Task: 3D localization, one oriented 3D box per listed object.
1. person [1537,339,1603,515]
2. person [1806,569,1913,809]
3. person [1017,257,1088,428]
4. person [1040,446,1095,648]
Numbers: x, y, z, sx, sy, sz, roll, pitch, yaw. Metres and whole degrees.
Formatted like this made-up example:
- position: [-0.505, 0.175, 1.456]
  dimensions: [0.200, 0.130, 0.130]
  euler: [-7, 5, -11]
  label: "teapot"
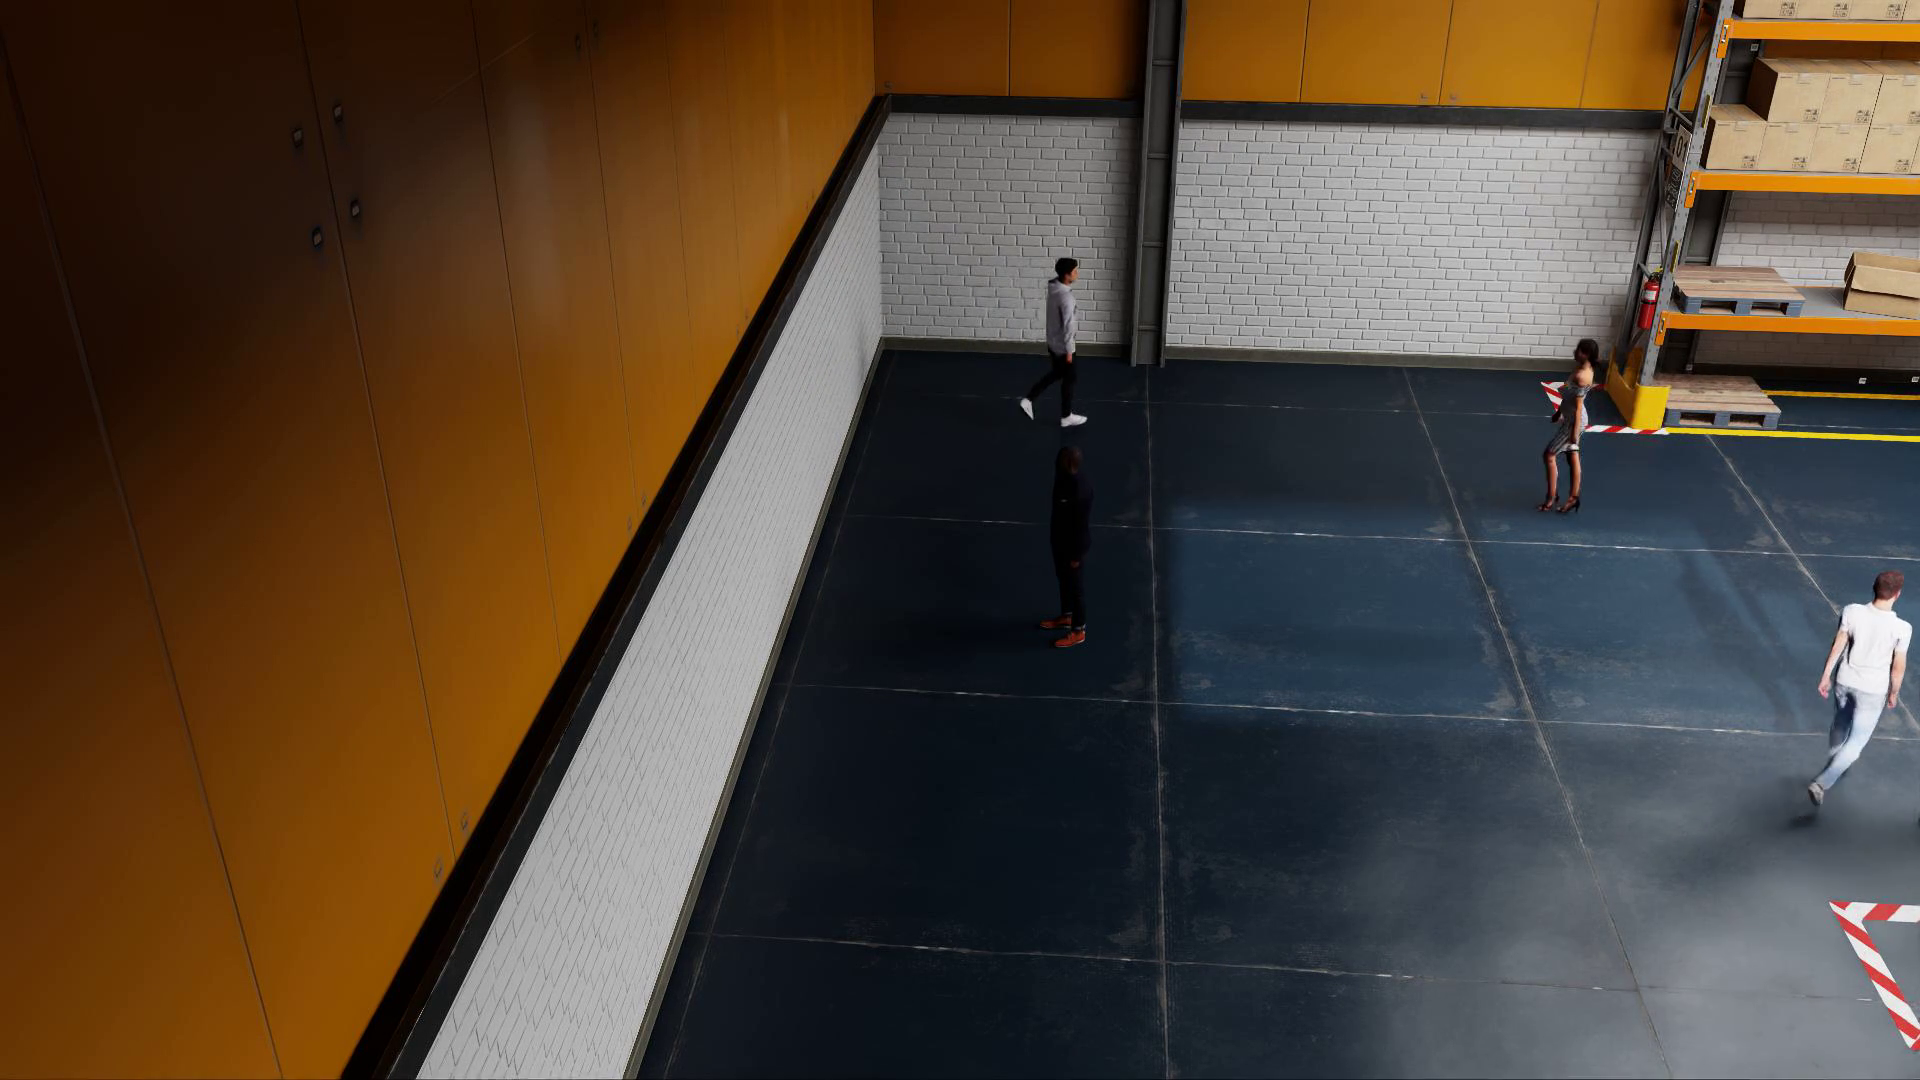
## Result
- position: [5.949, -1.059, 15.895]
  dimensions: [0.751, 1.807, 0.707]
  euler: [13, 31, 23]
  label: "person"
- position: [6.423, 1.093, 11.935]
  dimensions: [1.205, 1.822, 1.120]
  euler: [-21, 35, -33]
  label: "person"
- position: [0.988, -2.070, 17.647]
  dimensions: [1.118, 1.905, 0.930]
  euler: [-9, 30, -16]
  label: "person"
- position: [0.925, 0.025, 13.897]
  dimensions: [0.738, 1.818, 0.767]
  euler: [-8, 30, -14]
  label: "person"
